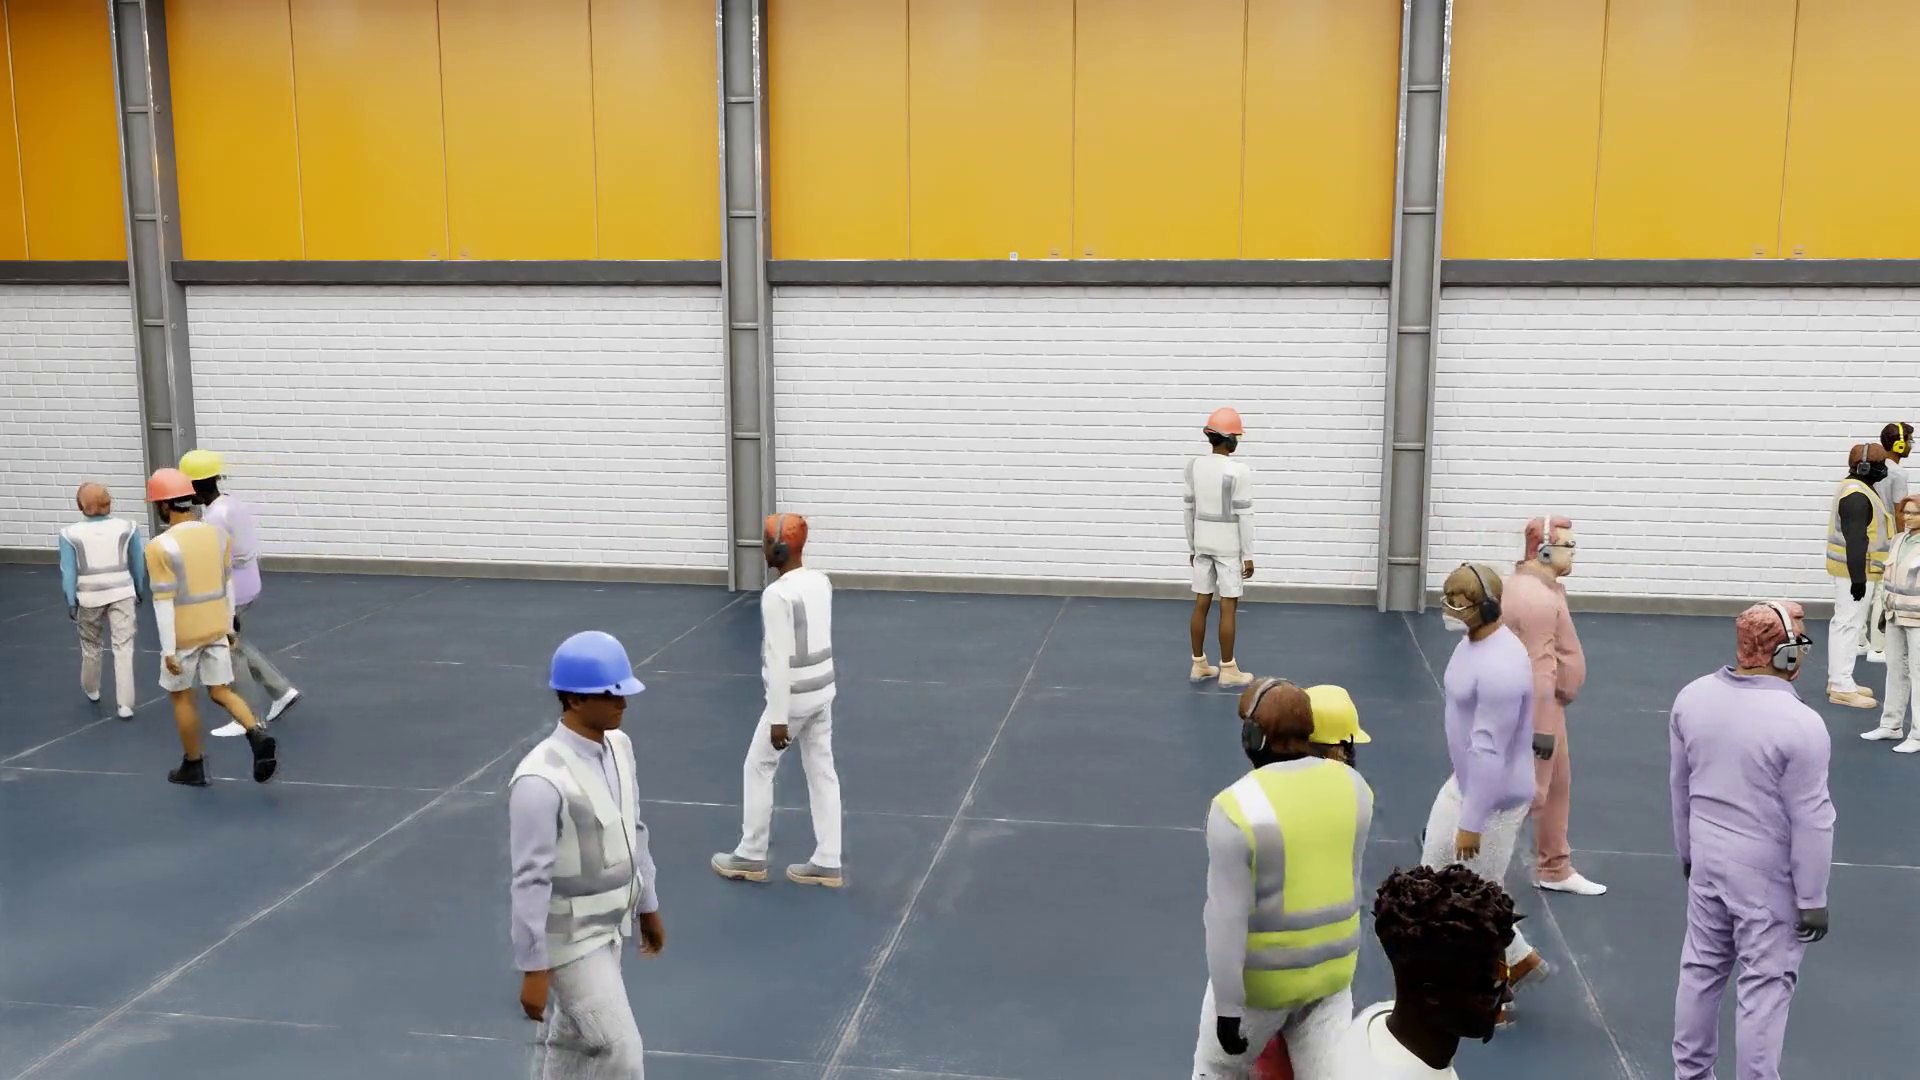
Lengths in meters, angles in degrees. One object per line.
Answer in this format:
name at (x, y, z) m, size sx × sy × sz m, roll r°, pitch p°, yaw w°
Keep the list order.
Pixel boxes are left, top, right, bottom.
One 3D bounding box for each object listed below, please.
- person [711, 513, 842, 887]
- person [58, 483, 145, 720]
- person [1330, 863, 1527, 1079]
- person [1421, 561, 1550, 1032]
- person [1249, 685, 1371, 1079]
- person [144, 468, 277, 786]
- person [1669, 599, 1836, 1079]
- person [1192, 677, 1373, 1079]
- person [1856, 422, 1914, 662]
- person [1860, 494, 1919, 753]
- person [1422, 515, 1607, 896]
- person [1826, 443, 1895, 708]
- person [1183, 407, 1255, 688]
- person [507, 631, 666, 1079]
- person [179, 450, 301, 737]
person at (-0.920, 0.783, 8.216) m, size 0.802 × 1.856 × 0.614 m, roll 4°, pitch 10°, yaw 24°
person at (-5.861, 0.402, 11.399) m, size 0.519 × 1.594 × 0.864 m, roll -6°, pitch 11°, yaw -31°
person at (0.840, 1.551, 3.155) m, size 0.363 × 1.963 × 0.612 m, roll 2°, pitch 9°, yaw 9°
person at (2.074, 1.022, 6.587) m, size 0.453 × 1.910 × 0.653 m, roll 1°, pitch 9°, yaw 5°
person at (1.093, 1.316, 5.222) m, size 0.328 × 1.767 × 0.530 m, roll -1°, pitch 9°, yaw -5°
person at (-4.363, 0.533, 9.624) m, size 0.769 × 1.908 × 0.576 m, roll 5°, pitch 10°, yaw 28°
person at (2.782, 1.150, 5.814) m, size 0.406 × 1.911 × 0.637 m, roll -3°, pitch 10°, yaw -20°
person at (0.929, 1.305, 5.171) m, size 0.627 × 1.798 × 0.893 m, roll -4°, pitch 10°, yaw -26°
person at (7.194, 0.018, 12.928) m, size 0.313 × 1.864 × 0.538 m, roll 0°, pitch 9°, yaw -3°
person at (6.007, 0.521, 10.514) m, size 0.306 × 1.640 × 0.523 m, roll -1°, pitch 9°, yaw -6°
person at (2.716, 0.805, 8.018) m, size 0.799 × 1.885 × 0.648 m, roll 3°, pitch 10°, yaw 17°
person at (6.300, 0.235, 11.662) m, size 0.429 × 1.844 × 0.626 m, roll 5°, pitch 10°, yaw 26°
person at (1.907, 0.054, 12.156) m, size 0.375 × 2.044 × 0.607 m, roll -8°, pitch 12°, yaw -42°
person at (-1.047, 1.235, 5.222) m, size 0.786 × 1.922 × 0.638 m, roll 2°, pitch 9°, yaw 11°
person at (-4.728, 0.350, 10.796) m, size 0.593 × 1.895 × 0.619 m, roll -3°, pitch 10°, yaw -15°
